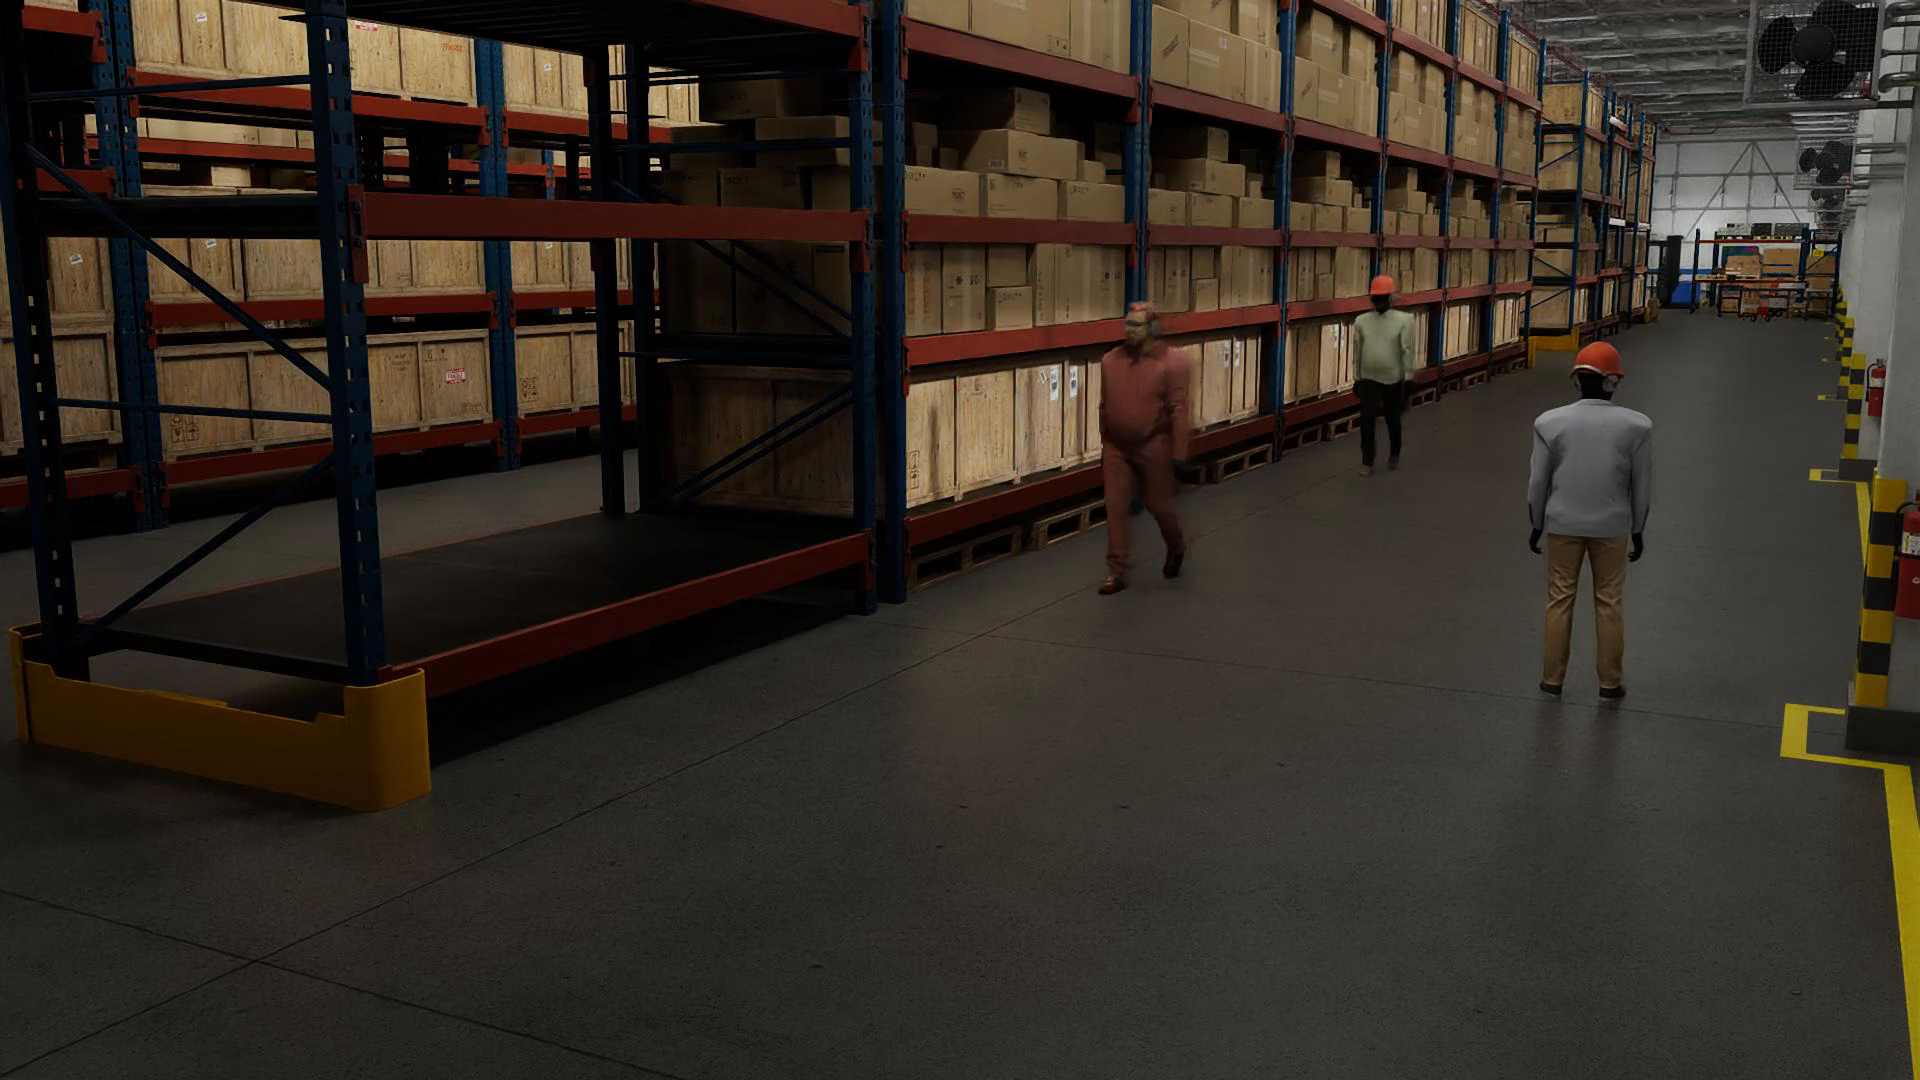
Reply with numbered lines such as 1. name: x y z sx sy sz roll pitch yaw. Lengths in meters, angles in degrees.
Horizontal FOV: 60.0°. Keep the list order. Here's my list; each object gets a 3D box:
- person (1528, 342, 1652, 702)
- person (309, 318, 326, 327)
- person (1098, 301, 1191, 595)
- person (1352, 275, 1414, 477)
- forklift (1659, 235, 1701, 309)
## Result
1. person: 3.063 -0.088 8.120 0.563 1.748 0.340 4 11 22
2. person: -7.357 -2.041 19.494 0.492 1.724 0.616 4 11 23
3. person: 1.204 -0.616 10.819 0.651 1.881 0.857 6 11 31
4. person: 4.172 -1.624 16.399 0.624 1.967 0.851 5 11 27
5. forklift: 26.905 -10.093 62.780 1.873 2.768 1.129 1 10 8
